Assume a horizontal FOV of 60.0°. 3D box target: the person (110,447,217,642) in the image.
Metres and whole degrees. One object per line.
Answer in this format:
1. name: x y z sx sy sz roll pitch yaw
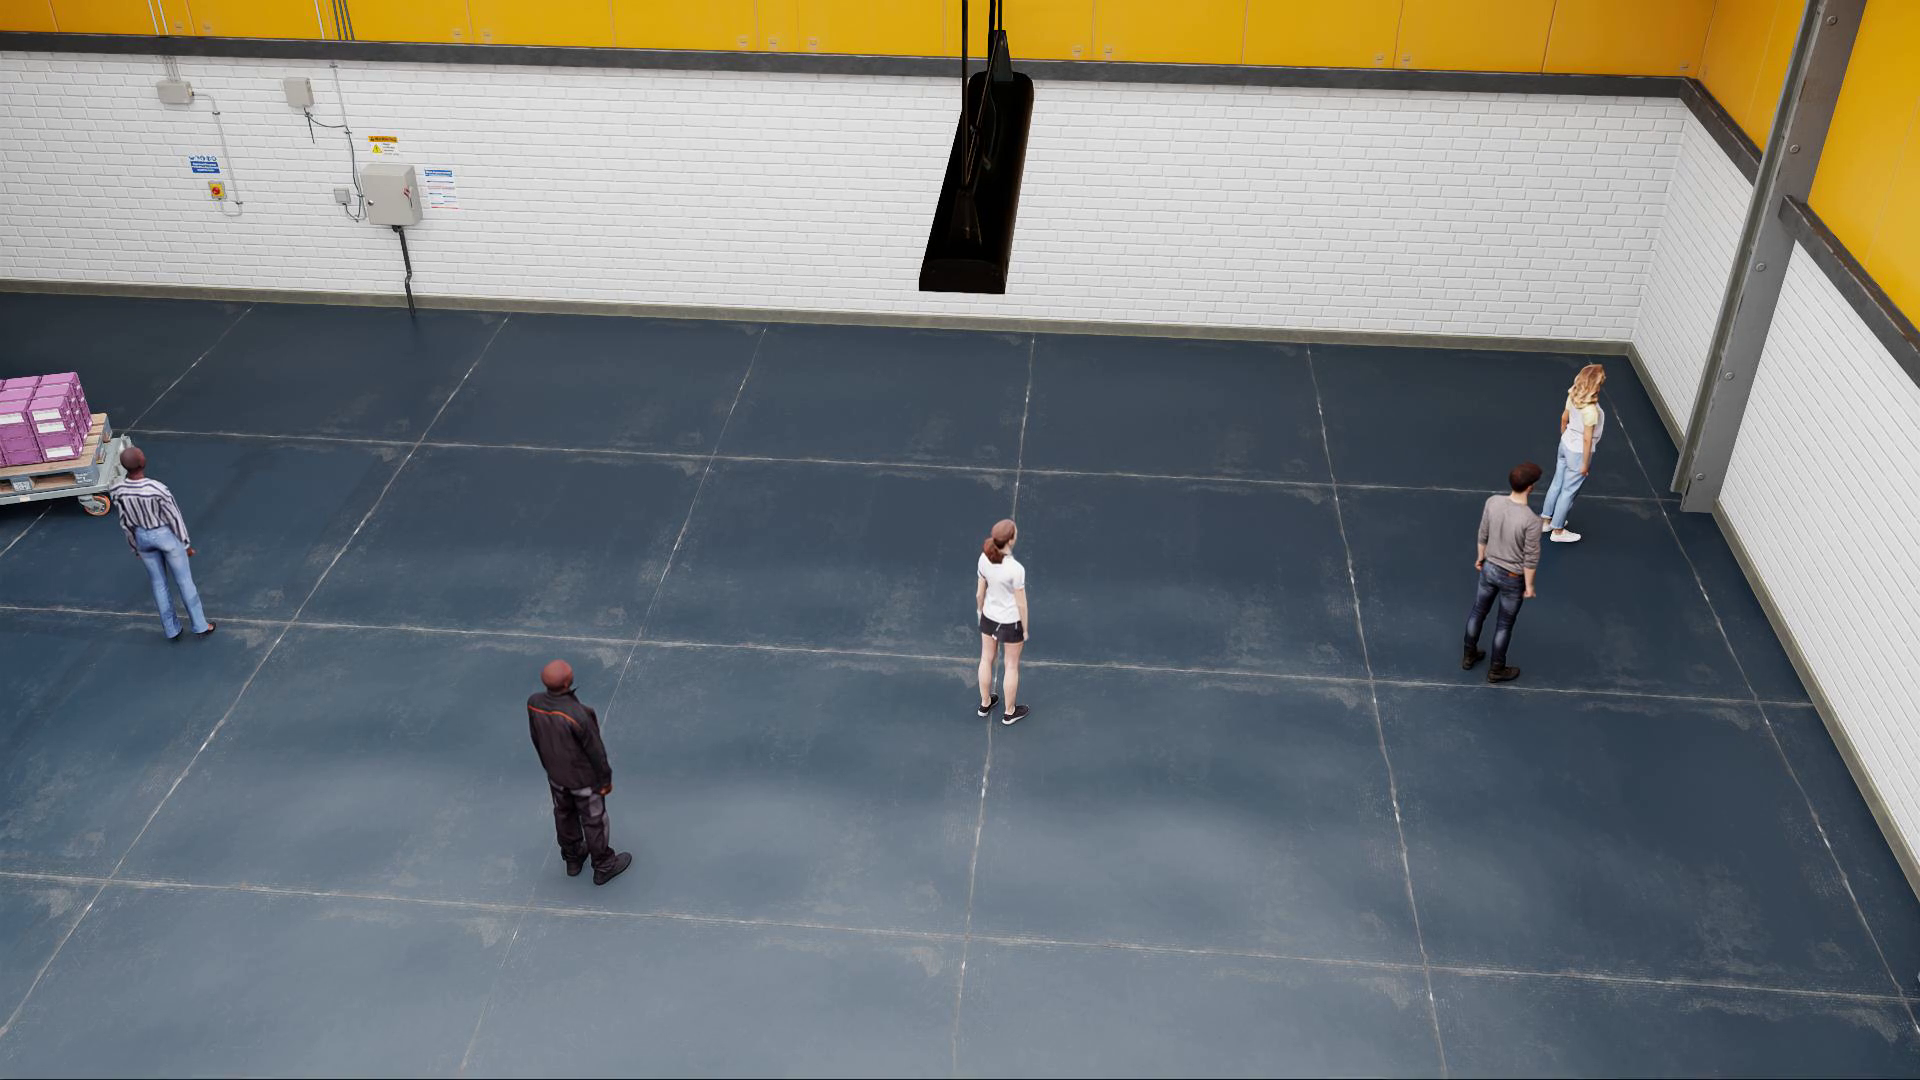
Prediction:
1. person: -6.406 0.046 13.321 0.645 1.796 0.562 -1 34 -2

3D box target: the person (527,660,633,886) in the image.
1. person: -2.574 1.532 11.058 0.766 1.825 0.719 13 36 18

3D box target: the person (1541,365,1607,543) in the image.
1. person: 5.402 -0.772 14.617 0.741 1.723 0.570 -5 34 -8

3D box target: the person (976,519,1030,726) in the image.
1. person: 0.312 0.609 12.514 0.655 1.750 0.664 19 38 26

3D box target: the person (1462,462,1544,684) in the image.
1. person: 4.221 0.249 12.916 0.833 1.905 0.762 -23 40 -31
